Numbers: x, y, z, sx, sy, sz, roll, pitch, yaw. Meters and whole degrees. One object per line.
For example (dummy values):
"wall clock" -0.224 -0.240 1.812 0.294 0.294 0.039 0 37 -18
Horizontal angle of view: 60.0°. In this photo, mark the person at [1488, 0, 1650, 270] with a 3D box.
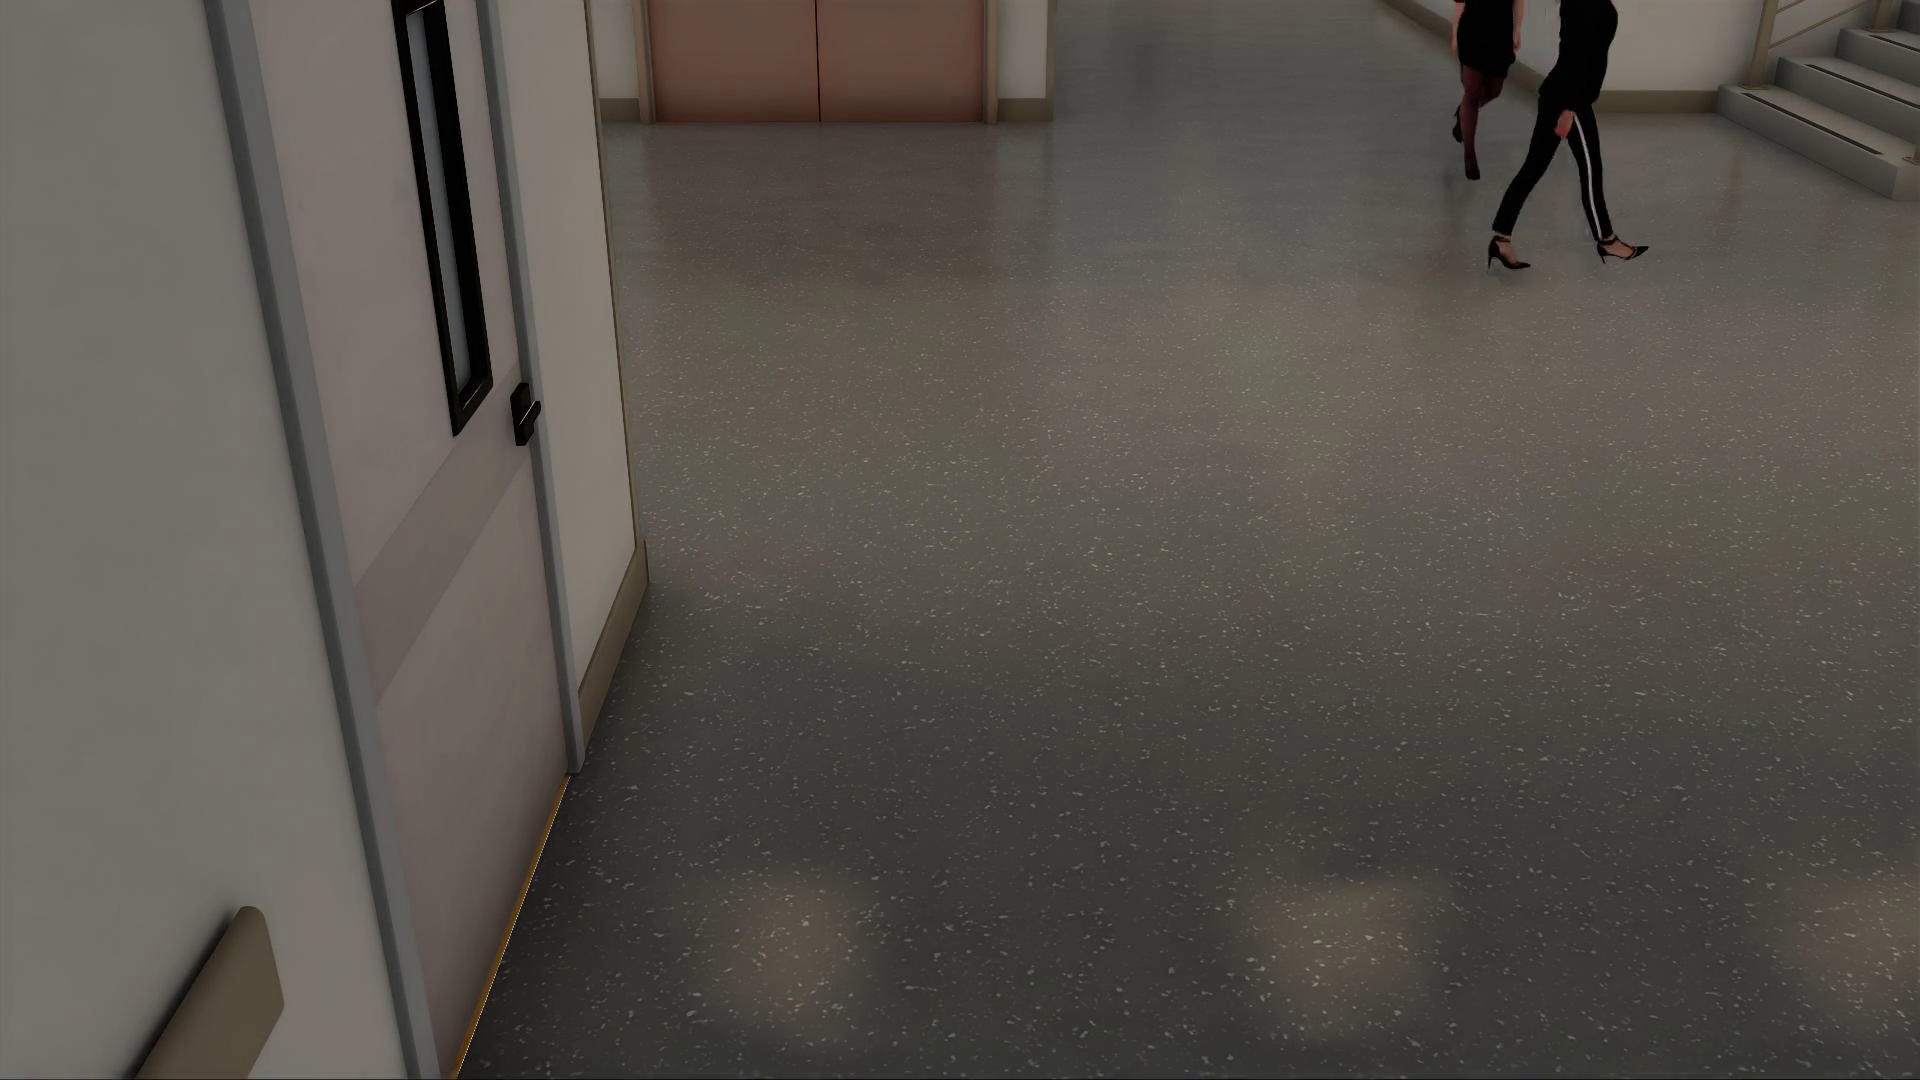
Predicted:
"person" 2.891 -2.114 8.181 0.995 1.669 0.652 1 26 1

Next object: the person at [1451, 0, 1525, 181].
"person" 3.195 -3.103 10.207 0.818 1.691 0.676 -2 26 -3
